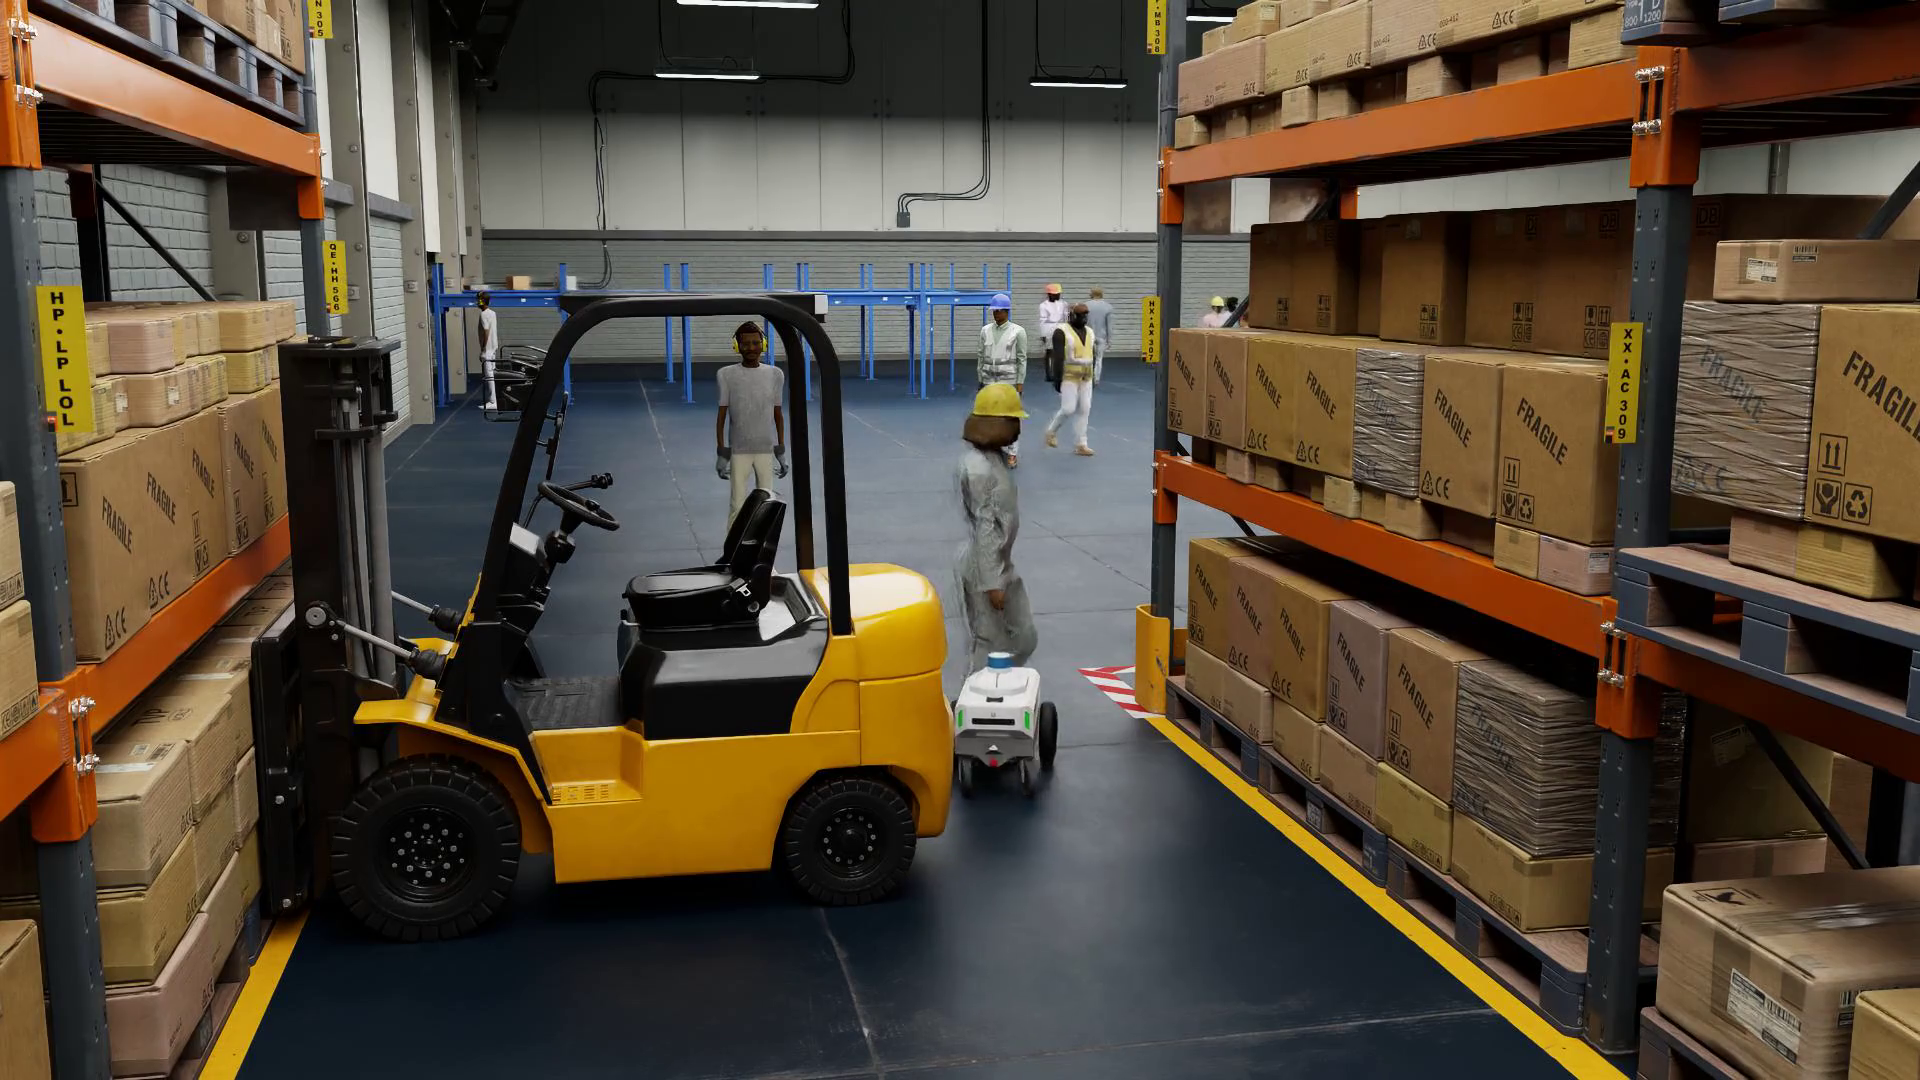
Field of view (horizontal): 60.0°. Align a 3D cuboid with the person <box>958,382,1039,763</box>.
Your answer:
[{"bbox_3d":[0.172,0.151,7.561,0.335,1.733,0.499,3,10,17],"label":"person"}]

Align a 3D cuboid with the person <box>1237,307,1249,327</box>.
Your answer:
[{"bbox_3d":[3.293,-1.784,19.137,0.660,1.806,0.605,-6,11,-34],"label":"person"}]

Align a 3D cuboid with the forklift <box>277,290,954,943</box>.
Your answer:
[{"bbox_3d":[-1.179,0.175,6.143,2.313,2.155,1.214,-2,10,-12],"label":"forklift"}]

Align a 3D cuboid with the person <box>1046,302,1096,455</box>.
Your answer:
[{"bbox_3d":[1.364,-1.950,20.066,0.630,1.828,0.572,-6,11,-34],"label":"person"}]

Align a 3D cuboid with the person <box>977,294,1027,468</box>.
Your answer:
[{"bbox_3d":[0.463,-1.797,18.781,0.602,1.948,0.386,5,11,28],"label":"person"}]

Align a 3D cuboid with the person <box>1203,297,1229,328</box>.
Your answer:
[{"bbox_3d":[4.594,-3.484,29.763,0.539,1.723,0.909,-4,10,-23],"label":"person"}]

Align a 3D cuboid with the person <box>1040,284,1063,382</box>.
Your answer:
[{"bbox_3d":[1.861,-4.074,32.754,0.585,1.918,0.625,-6,11,-32],"label":"person"}]

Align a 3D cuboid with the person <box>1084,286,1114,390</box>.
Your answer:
[{"bbox_3d":[2.489,-3.699,30.526,0.677,1.913,0.791,0,9,-1],"label":"person"}]

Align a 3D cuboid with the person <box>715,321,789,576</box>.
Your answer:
[{"bbox_3d":[-1.477,-0.615,11.818,0.532,1.871,0.321,-3,10,-20],"label":"person"}]

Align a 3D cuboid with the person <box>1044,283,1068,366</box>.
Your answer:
[{"bbox_3d":[2.083,-4.739,36.889,0.585,1.902,0.775,-4,10,-21],"label":"person"}]

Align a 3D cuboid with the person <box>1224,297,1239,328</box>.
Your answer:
[{"bbox_3d":[5.299,-3.827,32.007,0.737,1.674,0.538,6,11,31],"label":"person"}]

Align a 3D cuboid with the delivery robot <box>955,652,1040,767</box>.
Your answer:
[{"bbox_3d":[0.174,0.742,7.383,0.477,0.478,0.707,1,9,5],"label":"delivery robot"}]

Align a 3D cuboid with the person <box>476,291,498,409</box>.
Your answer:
[{"bbox_3d":[-7.541,-3.025,26.528,0.323,1.862,0.518,1,9,4],"label":"person"}]
